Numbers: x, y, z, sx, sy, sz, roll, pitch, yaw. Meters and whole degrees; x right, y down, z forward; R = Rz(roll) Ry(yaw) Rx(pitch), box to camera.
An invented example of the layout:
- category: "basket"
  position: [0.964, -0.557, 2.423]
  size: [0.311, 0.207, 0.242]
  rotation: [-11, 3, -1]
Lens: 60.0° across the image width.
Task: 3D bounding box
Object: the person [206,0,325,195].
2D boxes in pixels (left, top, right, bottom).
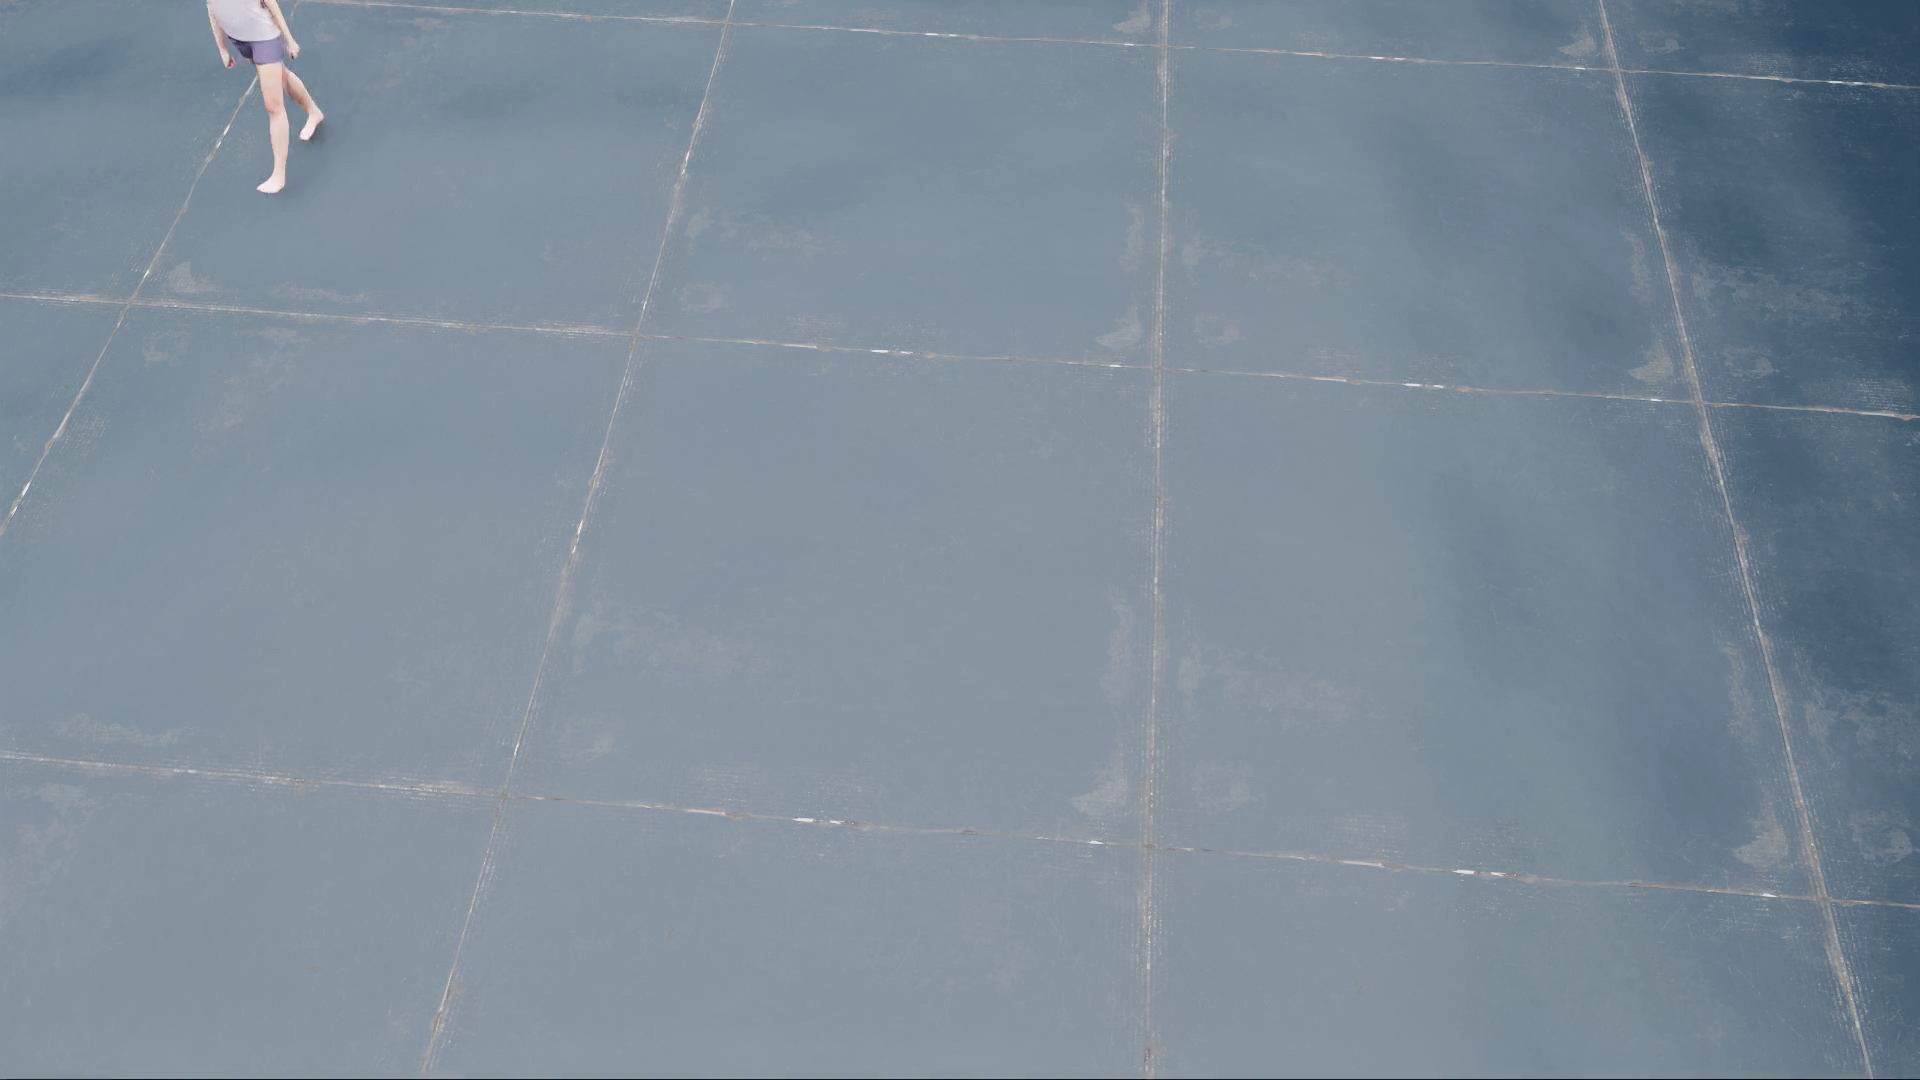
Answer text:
- category: "person"
  position: [-4.141, -3.035, 9.895]
  size: [1.097, 1.722, 0.810]
  rotation: [14, 53, 10]
